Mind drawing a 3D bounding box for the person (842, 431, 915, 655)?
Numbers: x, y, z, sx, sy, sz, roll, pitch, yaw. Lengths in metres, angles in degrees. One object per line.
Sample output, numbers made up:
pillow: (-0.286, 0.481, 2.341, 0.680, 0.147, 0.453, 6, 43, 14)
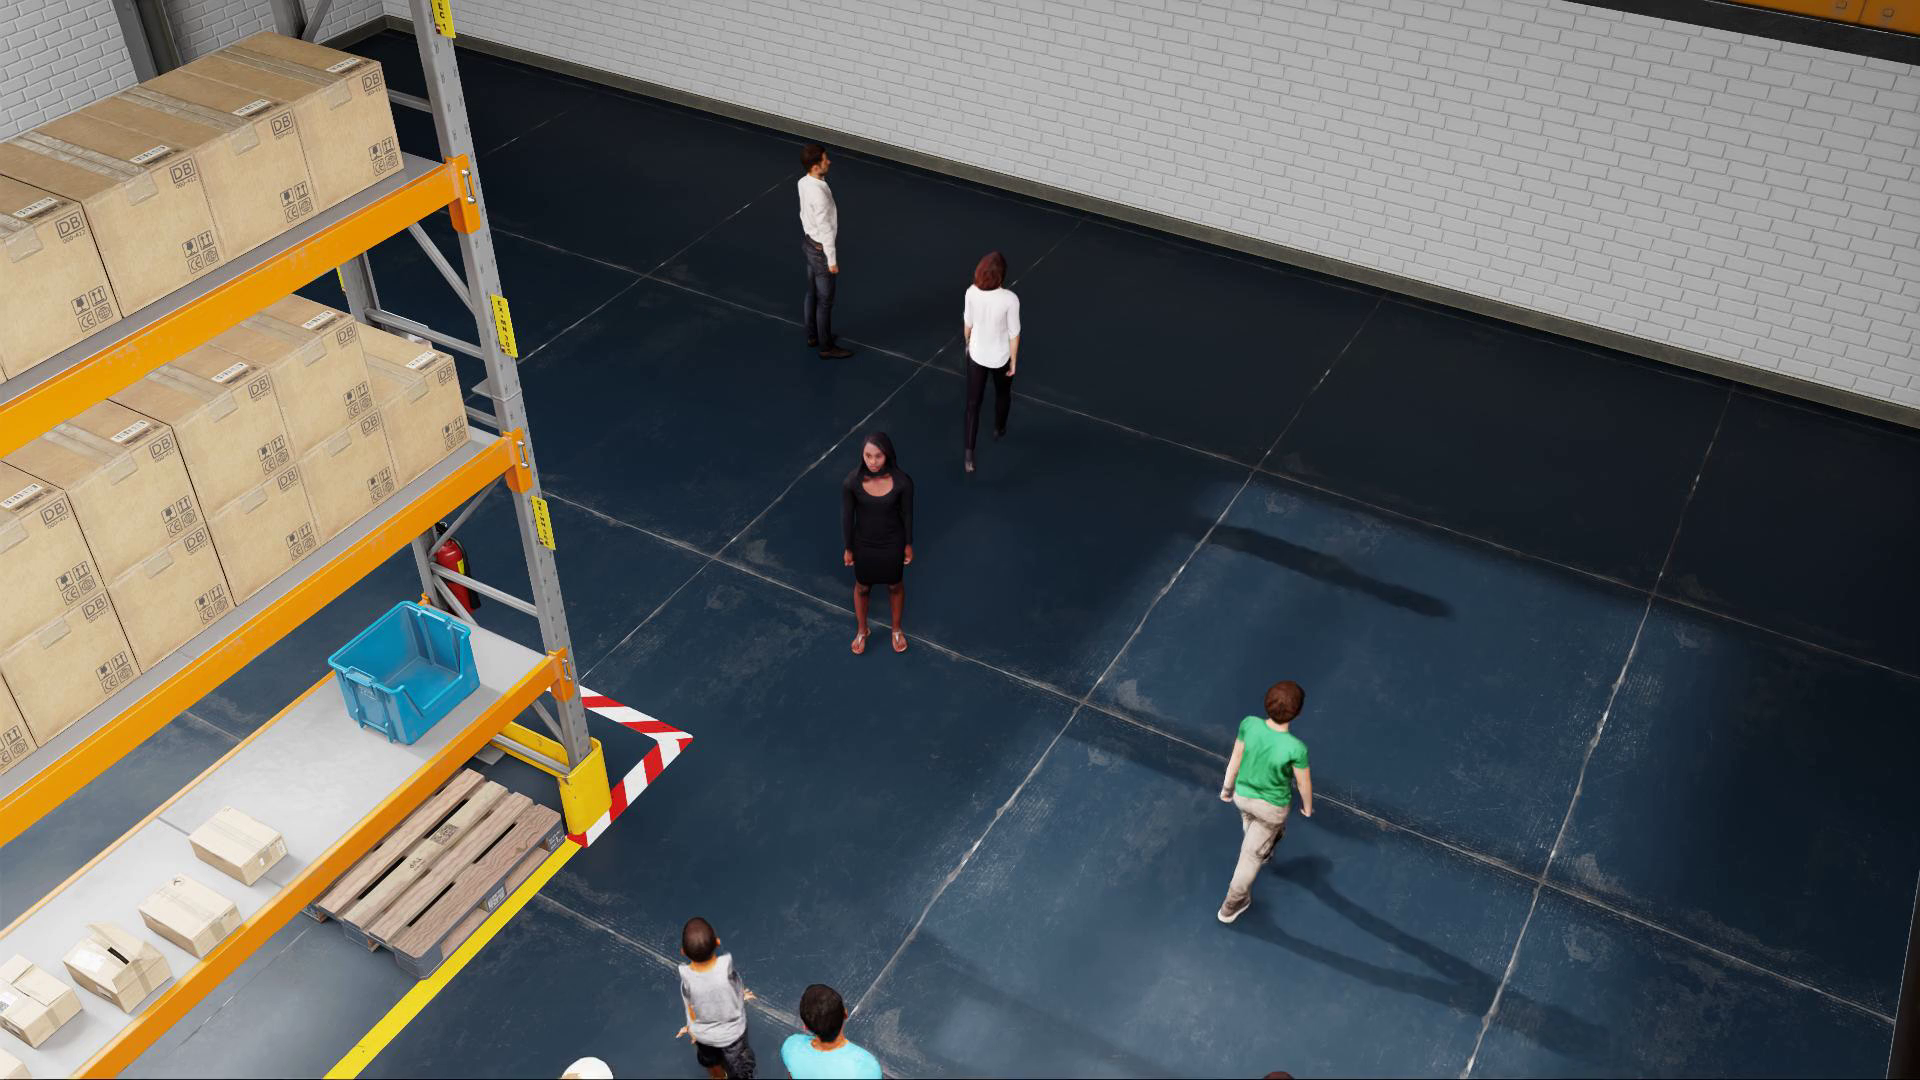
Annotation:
person: (-0.524, 0.026, 10.819, 0.679, 1.720, 0.681, -2, 39, -2)

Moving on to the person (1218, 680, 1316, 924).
person: (1.605, 1.475, 9.082, 0.727, 1.623, 1.037, 28, 46, 30)

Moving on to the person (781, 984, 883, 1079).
person: (-0.578, 2.707, 7.434, 0.731, 1.755, 0.733, 9, 39, 11)

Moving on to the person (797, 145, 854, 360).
person: (-1.162, -2.376, 13.706, 0.758, 1.871, 0.740, -15, 41, -18)

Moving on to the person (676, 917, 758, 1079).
person: (-1.173, 2.372, 8.110, 0.934, 1.435, 1.042, -6, 39, -7)

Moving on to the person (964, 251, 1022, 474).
person: (0.193, -1.294, 12.435, 0.828, 1.766, 1.170, 8, 39, 10)
